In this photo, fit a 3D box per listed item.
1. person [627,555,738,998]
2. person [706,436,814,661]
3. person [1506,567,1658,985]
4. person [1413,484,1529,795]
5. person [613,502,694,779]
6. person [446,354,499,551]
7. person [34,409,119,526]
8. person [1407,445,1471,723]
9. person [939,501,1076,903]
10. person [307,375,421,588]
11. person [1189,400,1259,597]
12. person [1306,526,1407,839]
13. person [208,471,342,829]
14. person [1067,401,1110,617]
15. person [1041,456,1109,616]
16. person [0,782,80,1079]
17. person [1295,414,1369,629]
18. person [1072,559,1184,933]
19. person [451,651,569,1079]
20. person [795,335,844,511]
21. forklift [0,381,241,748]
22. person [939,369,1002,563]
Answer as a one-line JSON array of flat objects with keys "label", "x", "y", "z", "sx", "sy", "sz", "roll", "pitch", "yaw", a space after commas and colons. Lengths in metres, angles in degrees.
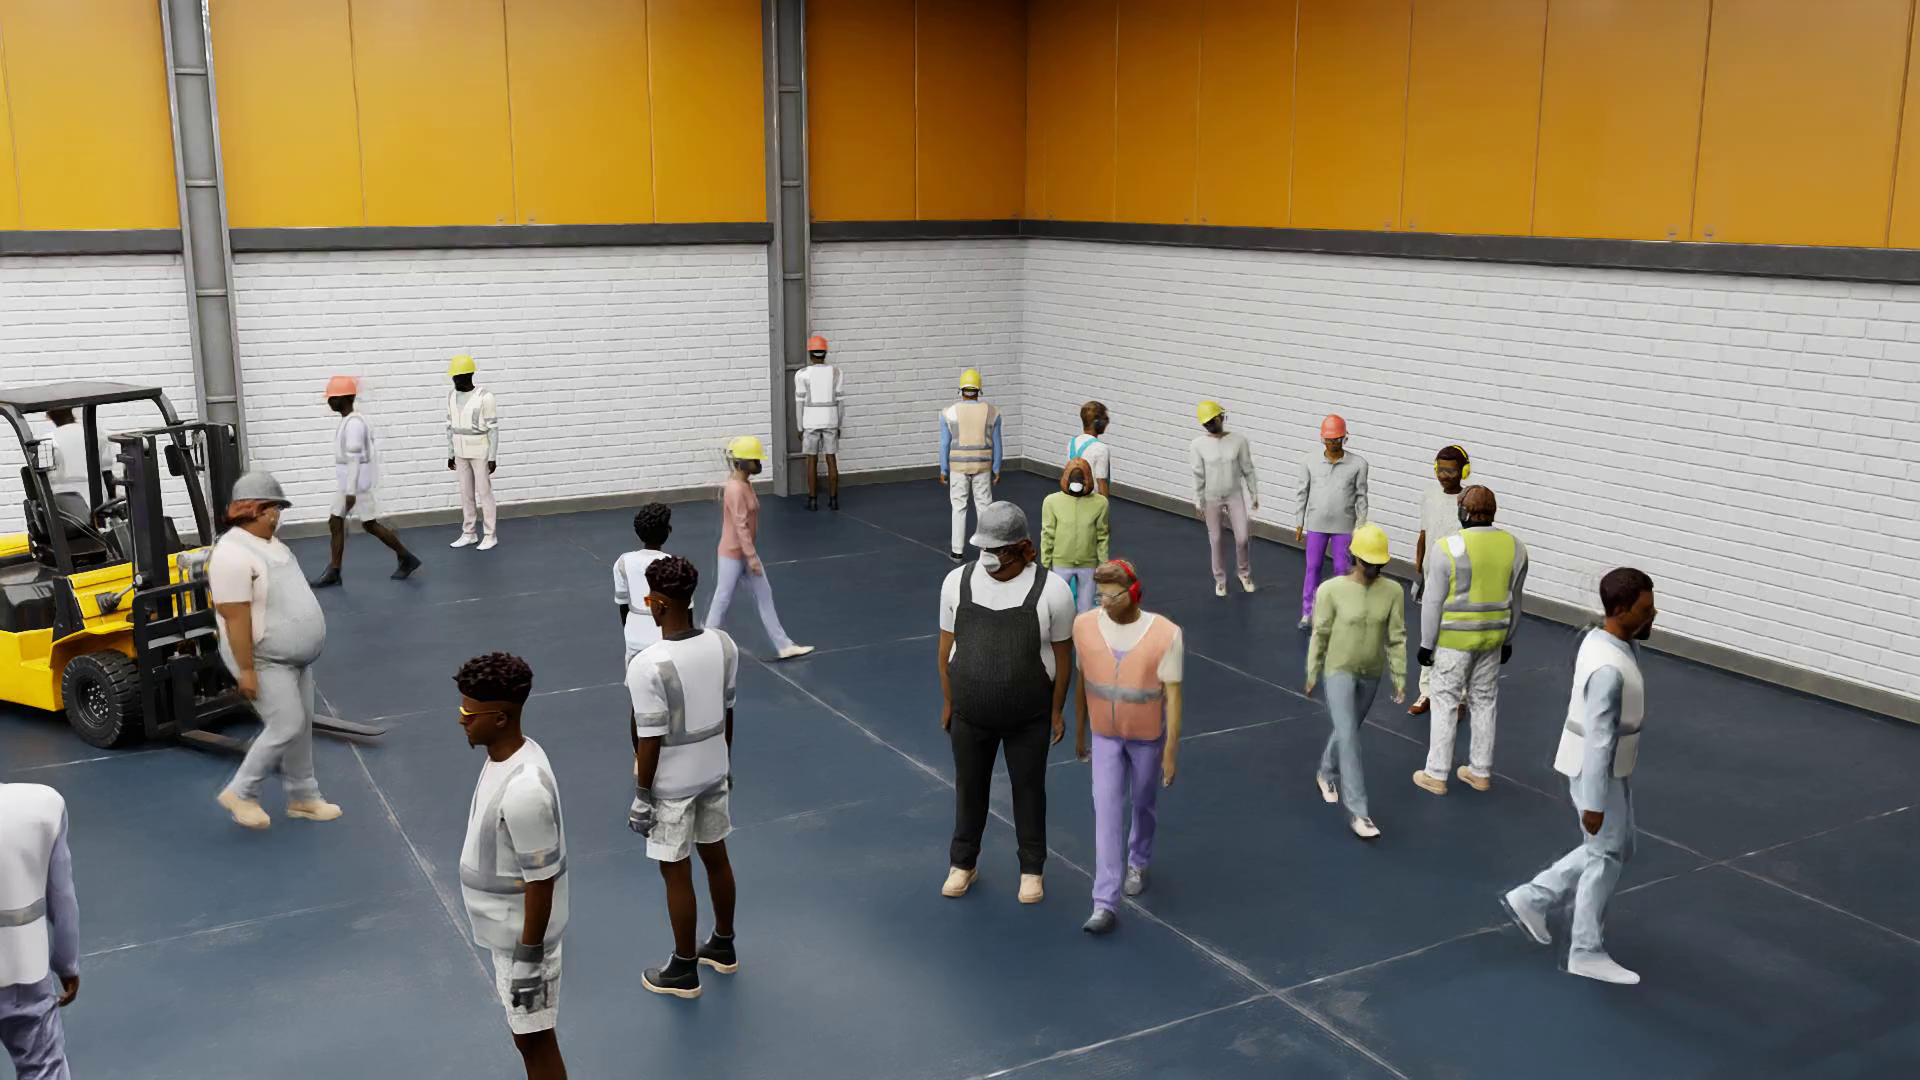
[{"label": "person", "x": -1.217, "y": 1.030, "z": 7.308, "sx": 0.366, "sy": 1.964, "sz": 0.610, "roll": 8, "pitch": 14, "yaw": 33}, {"label": "person", "x": -1.519, "y": 0.110, "z": 12.198, "sx": 0.875, "sy": 1.728, "sz": 0.546, "roll": 1, "pitch": 12, "yaw": 7}, {"label": "person", "x": 2.808, "y": 1.038, "z": 7.404, "sx": 0.506, "sy": 1.909, "sz": 0.604, "roll": 5, "pitch": 13, "yaw": 21}, {"label": "person", "x": 2.973, "y": 0.583, "z": 9.730, "sx": 0.638, "sy": 1.831, "sz": 0.429, "roll": -4, "pitch": 13, "yaw": -17}, {"label": "person", "x": -1.795, "y": 0.614, "z": 9.897, "sx": 0.534, "sy": 1.697, "sz": 0.318, "roll": 5, "pitch": 13, "yaw": 23}, {"label": "person", "x": -4.776, "y": -0.853, "z": 16.233, "sx": 0.593, "sy": 1.923, "sz": 0.382, "roll": 6, "pitch": 13, "yaw": 25}, {"label": "person", "x": -7.264, "y": -0.300, "z": 13.692, "sx": 0.895, "sy": 1.921, "sz": 0.638, "roll": 10, "pitch": 16, "yaw": 39}, {"label": "person", "x": 3.235, "y": 0.289, "z": 11.054, "sx": 0.506, "sy": 1.857, "sz": 0.331, "roll": 11, "pitch": 16, "yaw": 42}, {"label": "person", "x": 0.207, "y": 0.799, "z": 8.215, "sx": 0.682, "sy": 2.000, "sz": 0.536, "roll": 3, "pitch": 12, "yaw": 14}, {"label": "person", "x": -5.325, "y": -0.526, "z": 14.768, "sx": 0.951, "sy": 1.900, "sz": 0.561, "roll": -7, "pitch": 14, "yaw": -30}, {"label": "person", "x": 2.271, "y": -0.348, "z": 14.363, "sx": 0.615, "sy": 1.721, "sz": 0.361, "roll": 0, "pitch": 12, "yaw": 0}, {"label": "person", "x": 2.207, "y": 0.745, "z": 9.259, "sx": 0.531, "sy": 1.704, "sz": 0.949, "roll": -3, "pitch": 12, "yaw": -13}, {"label": "person", "x": -3.768, "y": 0.599, "z": 9.152, "sx": 0.542, "sy": 2.000, "sz": 0.708, "roll": 0, "pitch": 12, "yaw": 0}, {"label": "person", "x": 1.048, "y": -0.203, "z": 13.402, "sx": 0.344, "sy": 1.839, "sz": 0.501, "roll": -7, "pitch": 14, "yaw": -29}, {"label": "person", "x": 0.826, "y": 0.205, "z": 11.962, "sx": 0.499, "sy": 1.633, "sz": 0.278, "roll": -1, "pitch": 12, "yaw": -6}, {"label": "person", "x": -3.185, "y": 1.456, "z": 5.455, "sx": 0.397, "sy": 1.911, "sz": 0.591, "roll": 12, "pitch": 17, "yaw": 44}, {"label": "person", "x": 2.956, "y": -0.136, "z": 13.273, "sx": 0.576, "sy": 1.749, "sz": 0.334, "roll": 4, "pitch": 13, "yaw": 16}, {"label": "person", "x": 0.799, "y": 0.966, "z": 8.050, "sx": 0.579, "sy": 1.785, "sz": 0.939, "roll": 4, "pitch": 13, "yaw": 20}, {"label": "person", "x": -1.560, "y": 1.342, "z": 5.843, "sx": 0.361, "sy": 1.964, "sz": 0.617, "roll": -5, "pitch": 13, "yaw": -21}, {"label": "person", "x": -1.545, "y": -1.278, "z": 18.252, "sx": 0.541, "sy": 1.921, "sz": 0.412, "roll": -3, "pitch": 12, "yaw": -13}, {"label": "forklift", "x": -5.853, "y": 0.085, "z": 11.199, "sx": 2.313, "sy": 2.155, "sz": 1.214, "roll": 7, "pitch": 14, "yaw": 28}, {"label": "person", "x": 0.098, "y": -0.696, "z": 15.712, "sx": 0.602, "sy": 1.830, "sz": 0.404, "roll": -1, "pitch": 12, "yaw": -6}]
